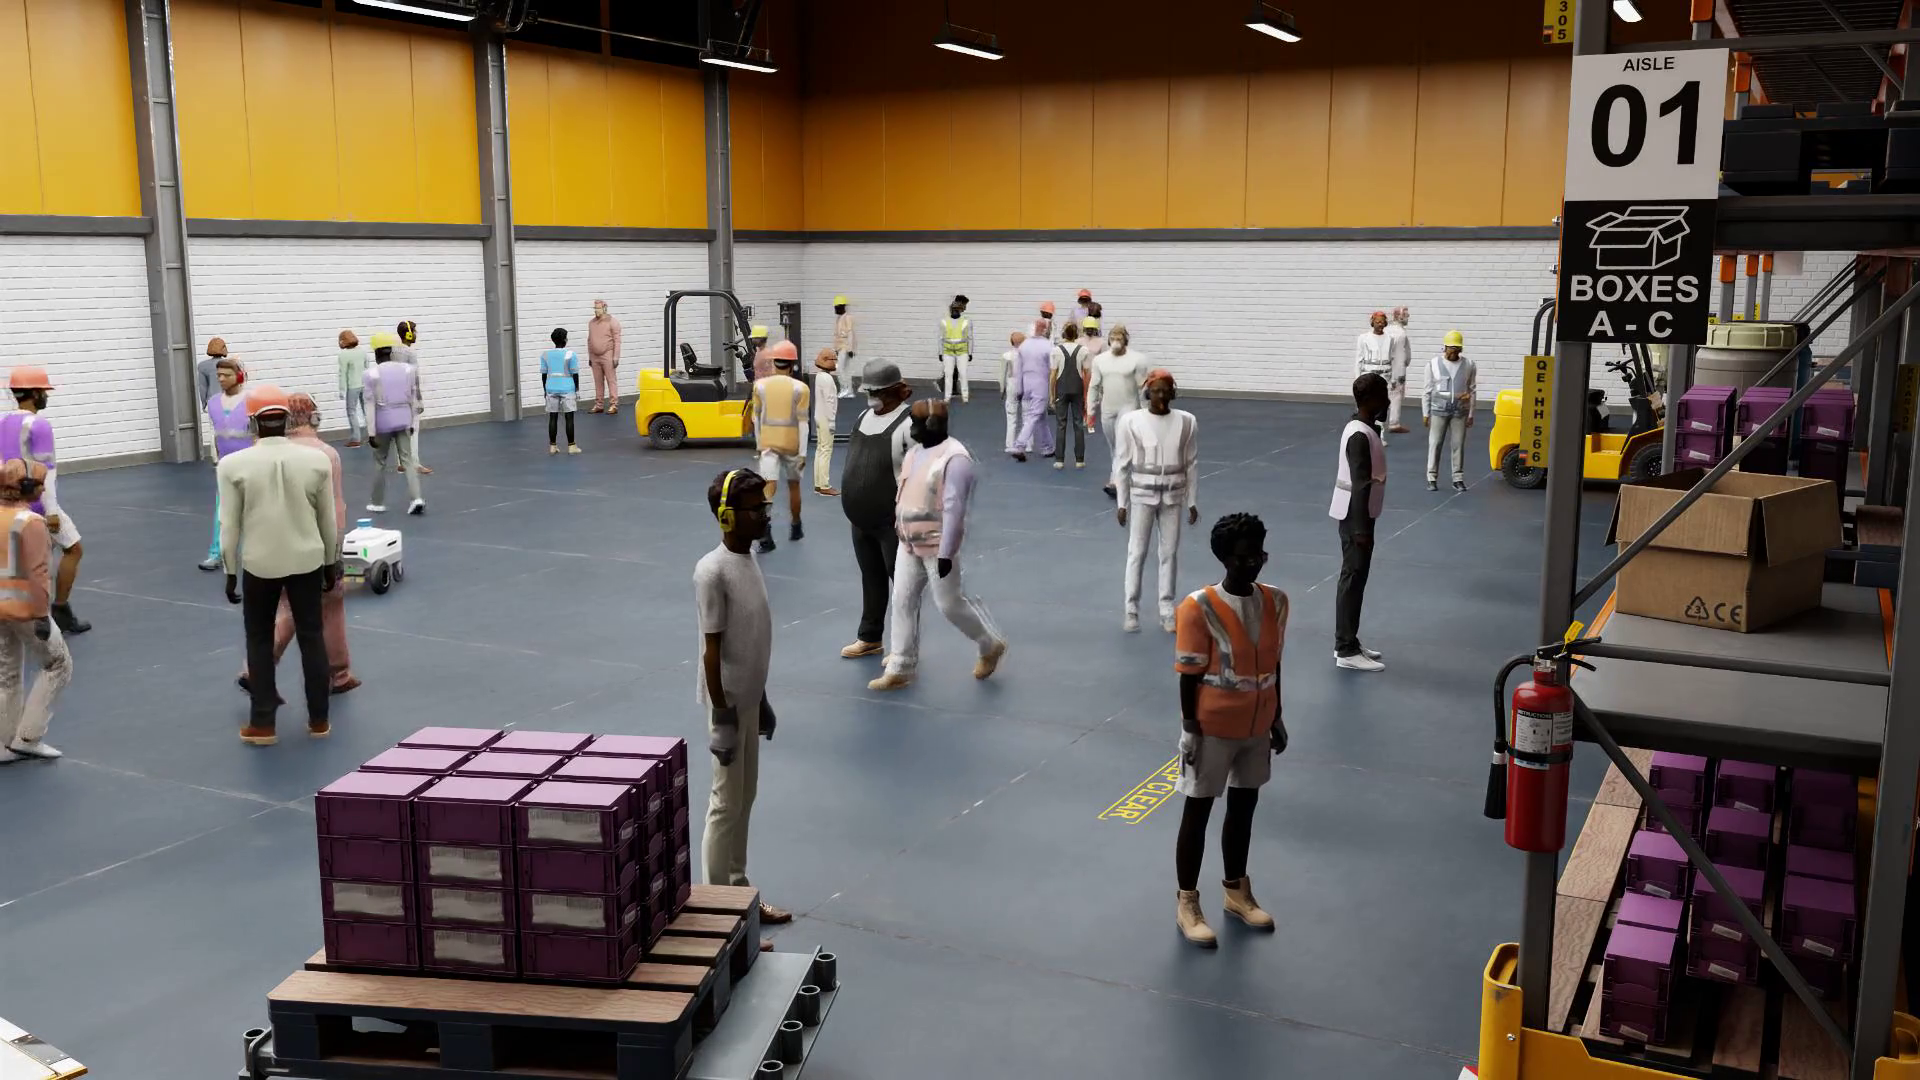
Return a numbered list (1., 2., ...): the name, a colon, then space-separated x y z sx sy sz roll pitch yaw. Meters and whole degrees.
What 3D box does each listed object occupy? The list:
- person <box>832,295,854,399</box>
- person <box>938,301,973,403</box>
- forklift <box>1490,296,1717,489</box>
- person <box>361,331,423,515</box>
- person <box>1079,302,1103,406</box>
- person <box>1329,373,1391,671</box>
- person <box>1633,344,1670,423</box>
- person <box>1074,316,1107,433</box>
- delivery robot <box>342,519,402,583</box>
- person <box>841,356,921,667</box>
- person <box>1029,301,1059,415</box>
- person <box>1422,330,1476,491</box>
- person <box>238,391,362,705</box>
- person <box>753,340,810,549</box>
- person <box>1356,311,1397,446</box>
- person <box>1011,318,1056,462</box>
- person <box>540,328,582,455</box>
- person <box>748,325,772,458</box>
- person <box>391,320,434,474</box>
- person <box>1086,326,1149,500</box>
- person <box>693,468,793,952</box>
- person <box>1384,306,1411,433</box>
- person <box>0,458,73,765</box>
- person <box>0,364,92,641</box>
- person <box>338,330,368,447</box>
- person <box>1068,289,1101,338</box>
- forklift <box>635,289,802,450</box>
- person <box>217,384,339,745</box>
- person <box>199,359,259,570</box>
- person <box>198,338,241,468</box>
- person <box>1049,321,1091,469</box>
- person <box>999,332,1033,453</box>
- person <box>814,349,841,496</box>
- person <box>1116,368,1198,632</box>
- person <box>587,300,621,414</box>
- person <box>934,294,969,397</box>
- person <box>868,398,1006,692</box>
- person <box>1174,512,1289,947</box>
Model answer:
1. person: -2.196 -3.546 30.648 0.592 1.904 0.615 -4 11 -23
2. person: -0.084 -3.367 29.869 0.634 1.828 0.431 1 10 7
3. forklift: 7.296 -1.677 18.993 2.313 2.155 1.214 5 11 27
4. person: -5.845 -1.199 17.089 0.595 1.899 0.825 -9 13 -41
5. person: 2.396 -3.256 29.235 0.742 1.813 0.624 0 10 1
6. person: 2.598 -0.125 10.820 0.392 1.916 0.587 2 10 12
7. person: 9.608 -2.196 23.081 0.588 1.822 0.403 -3 10 -18
8. person: 1.941 -2.458 24.813 0.525 1.755 0.369 1 10 6
9. delivery robot: -4.760 0.075 13.320 0.477 0.478 0.707 1 10 4
10. person: -0.517 -0.192 10.844 0.535 2.000 0.674 -10 14 -44
11. person: 1.370 -3.060 27.874 0.555 1.902 0.945 -6 12 -31
12. person: 5.521 -1.456 18.792 0.589 1.824 0.403 1 10 8
13. person: -3.963 0.051 9.968 0.657 1.880 0.697 3 10 16
14. person: -1.636 -0.877 15.225 0.543 1.903 0.963 1 10 4
15. person: 5.784 -2.236 23.131 0.583 1.882 0.337 -1 10 -7
16. person: 1.013 -1.947 21.555 1.022 1.857 0.652 -8 13 -39
17. person: -5.322 -1.982 22.193 0.539 1.698 0.318 2 10 10
18. person: -2.588 -1.923 21.708 0.360 1.757 0.539 -2 10 -13
19. person: -6.699 -1.729 20.235 0.535 1.869 0.312 8 13 39
20. person: 1.714 -1.405 18.317 0.655 1.875 1.049 4 11 23
21. person: -0.846 0.649 6.463 0.327 1.874 0.521 2 10 10
22. person: 6.487 -2.538 24.844 0.489 1.893 0.661 -1 10 -3
23. person: -4.911 0.380 8.712 0.549 1.620 0.369 6 11 30
24. person: -6.387 -0.263 11.603 0.587 1.915 0.613 6 11 29
25. person: -8.340 -2.090 23.034 0.421 1.619 0.589 4 11 24
26. person: 2.289 -3.565 30.406 0.642 2.032 0.632 3 10 15
27. forklift: -3.358 -2.392 23.136 2.313 2.155 1.214 -1 10 -5
28. person: -3.758 0.128 9.202 0.619 1.976 0.426 -6 12 -32
29. person: -6.213 -0.661 14.294 0.568 1.793 0.956 2 10 11
30. person: -9.245 -1.712 20.820 0.498 1.634 0.281 -1 10 -9
31. person: 1.370 -1.803 20.735 0.514 1.845 0.336 0 10 -1
32. person: 0.789 -1.975 22.348 0.520 1.637 0.316 -1 10 -7
33. person: -1.475 -1.310 18.495 0.276 1.631 0.507 -3 10 -18
34. person: 1.395 -0.280 11.802 0.584 1.883 0.342 -1 10 -6
35. person: -5.967 -3.051 27.779 0.642 1.909 0.399 5 11 28
36. person: -0.115 -3.598 30.884 0.597 1.929 0.638 0 10 -1
37. person: -0.139 0.024 10.284 0.872 1.803 0.638 -7 12 -36
38. person: 1.064 0.726 6.519 0.536 1.696 0.322 -6 11 -29
